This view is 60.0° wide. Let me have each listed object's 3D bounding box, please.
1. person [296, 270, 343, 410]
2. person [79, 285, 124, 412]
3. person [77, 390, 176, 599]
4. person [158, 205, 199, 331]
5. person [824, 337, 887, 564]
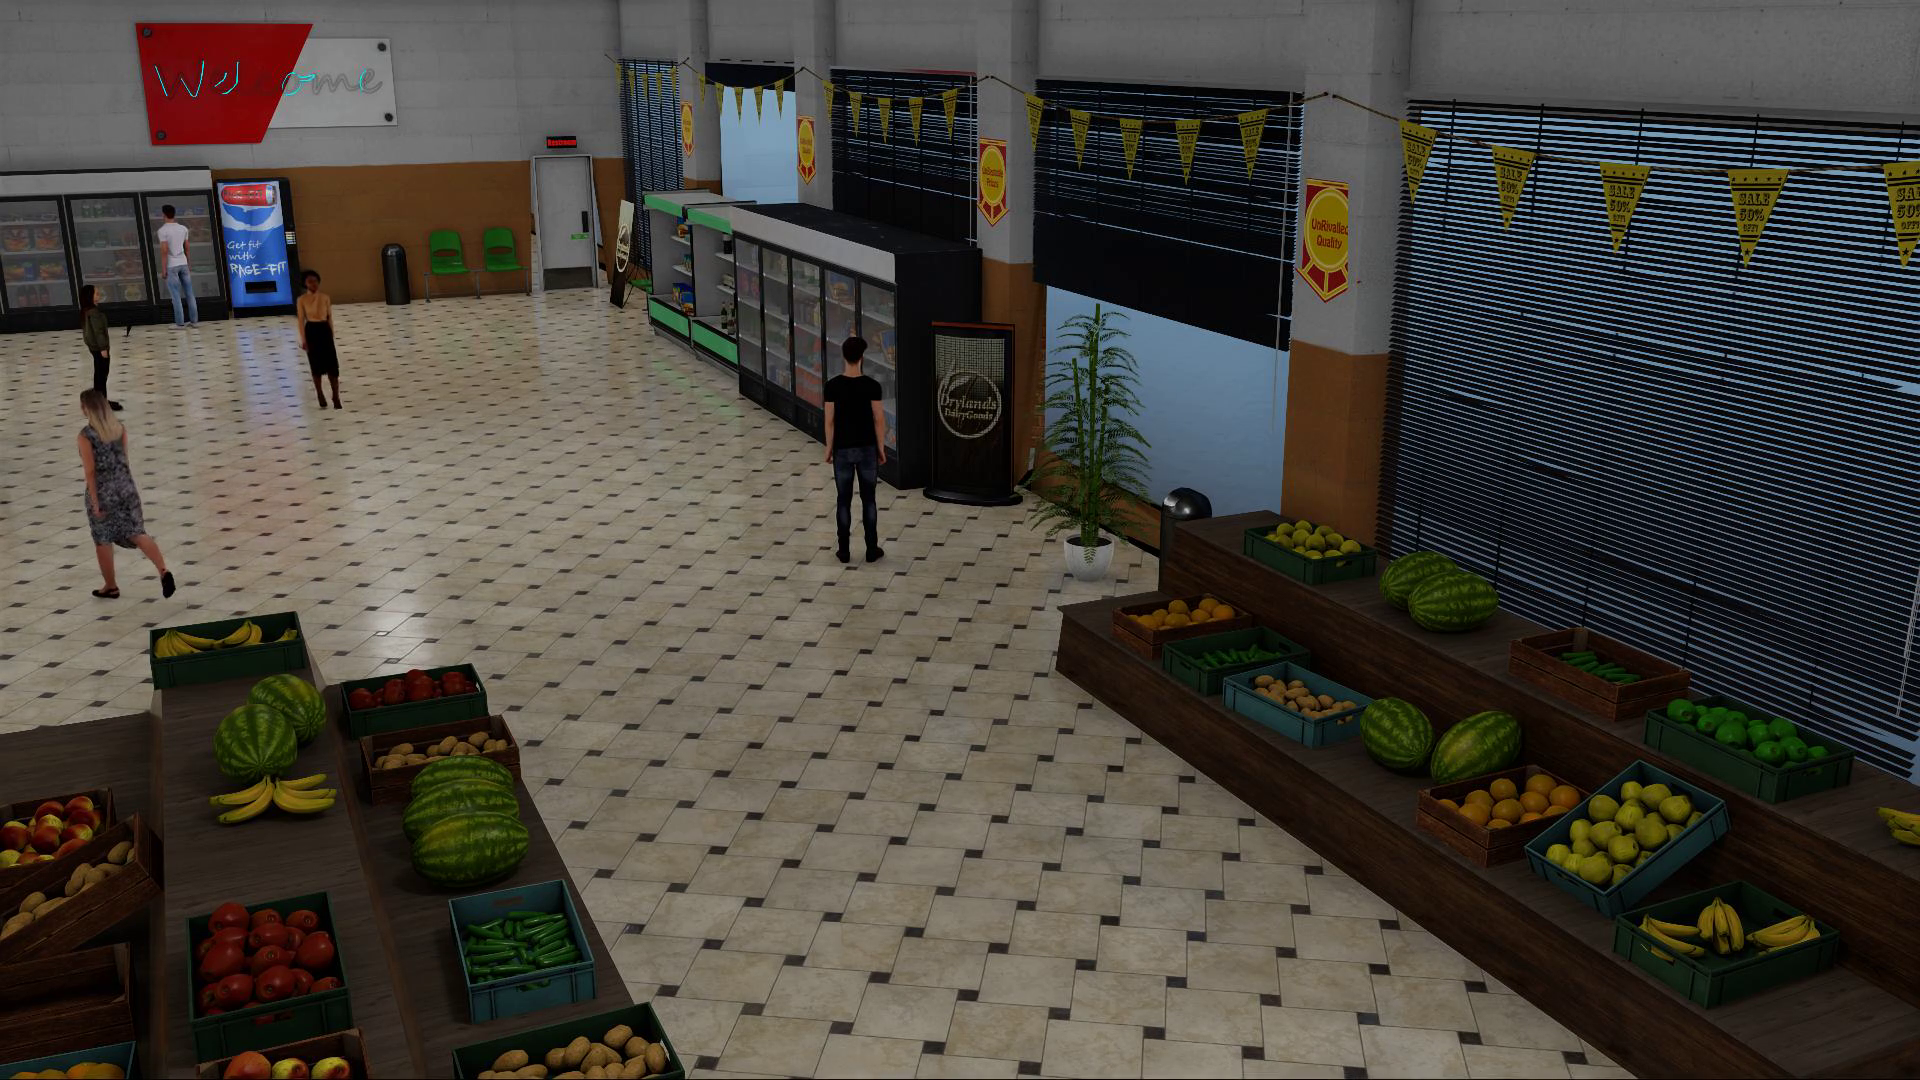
[{"bbox_3d":[-7.595,-2.354,19.609,0.693,1.632,0.842,-13,21,-36],"label":"person"},{"bbox_3d":[-10.153,-2.268,19.596,0.677,1.475,0.505,-12,20,-34],"label":"person"},{"bbox_3d":[-6.447,-0.308,12.789,1.141,1.679,0.953,10,19,29],"label":"person"},{"bbox_3d":[-11.755,-4.095,24.967,0.756,1.851,0.722,8,19,25],"label":"person"},{"bbox_3d":[-0.874,-0.748,13.867,0.754,1.897,0.733,0,17,0],"label":"person"}]
